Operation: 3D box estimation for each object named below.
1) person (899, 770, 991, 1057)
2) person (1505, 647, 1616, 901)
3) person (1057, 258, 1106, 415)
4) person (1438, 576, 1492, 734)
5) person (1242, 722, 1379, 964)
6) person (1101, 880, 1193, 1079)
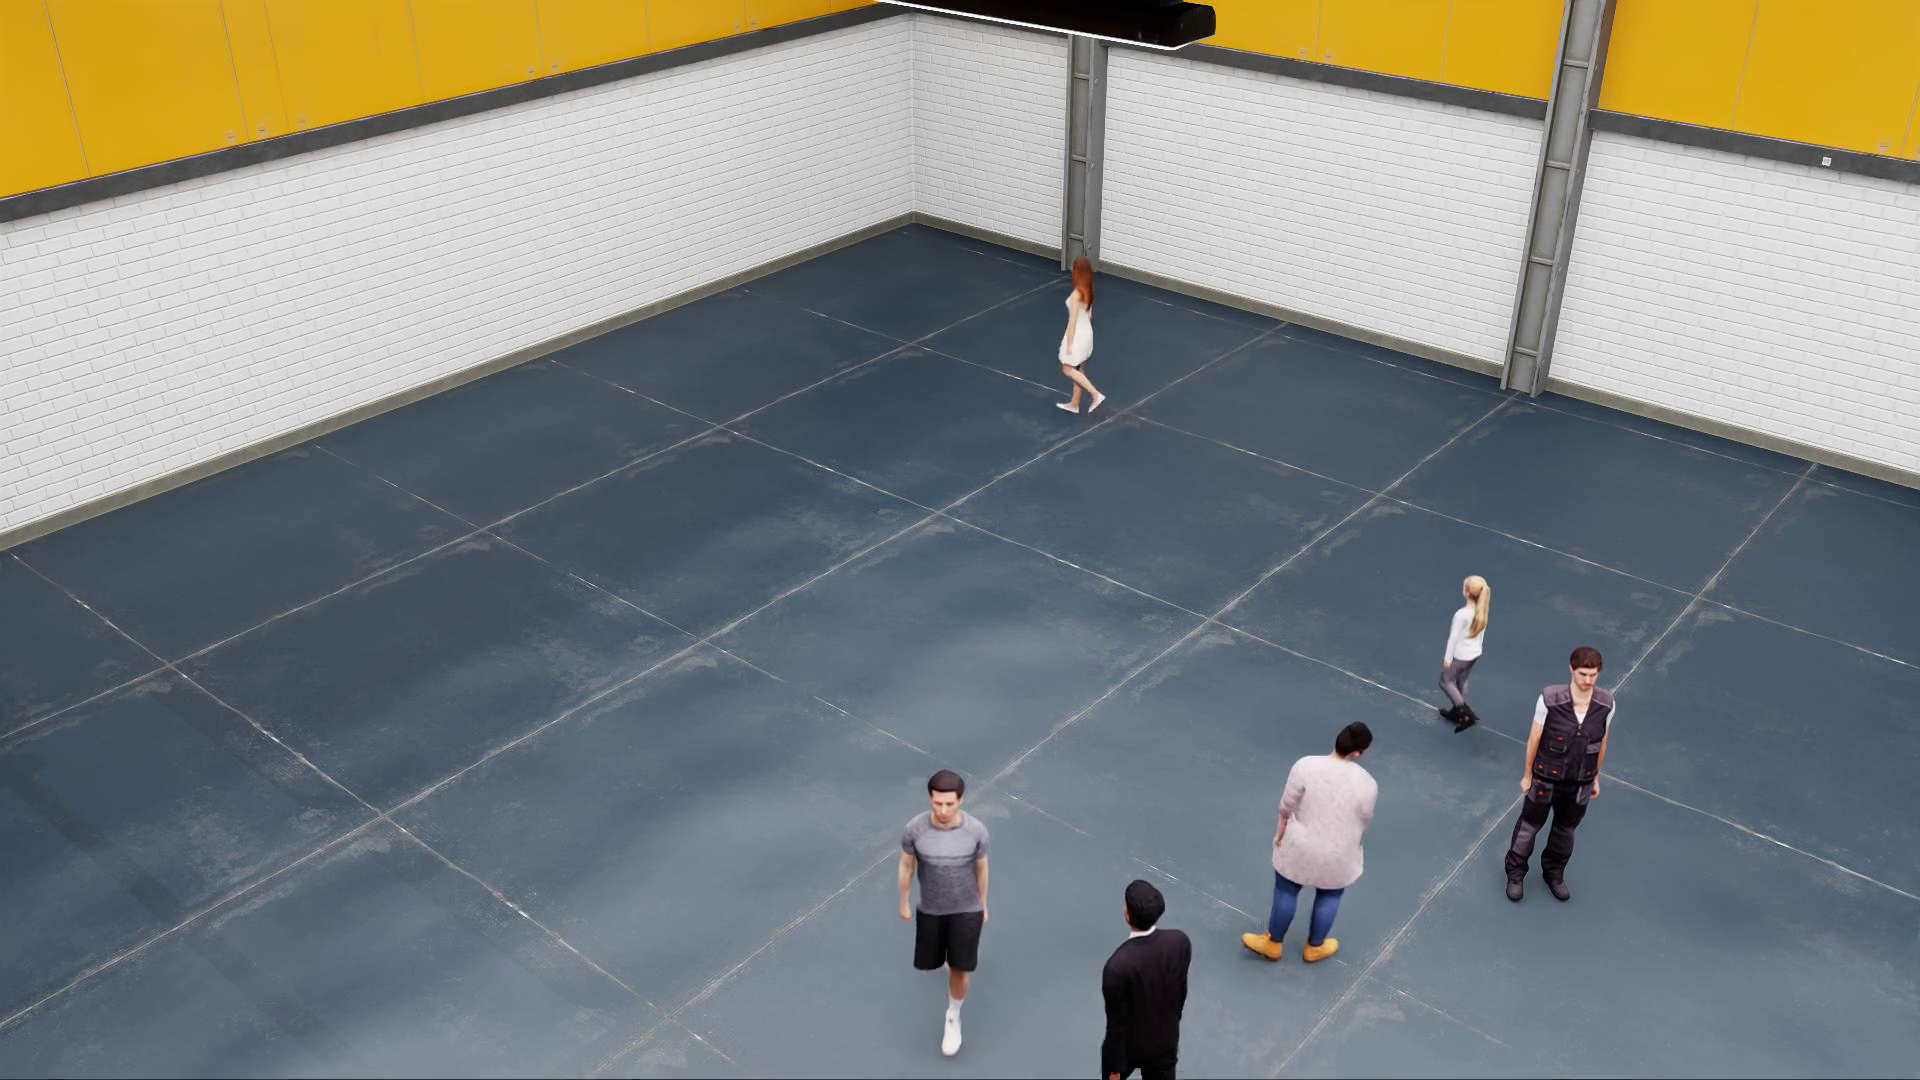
[{"bbox_3d":[-0.053,2.017,9.510,1.044,1.844,1.051,2,29,3],"label":"person"},{"bbox_3d":[3.803,1.464,10.519,0.709,1.848,0.801,2,29,3],"label":"person"},{"bbox_3d":[1.294,-2.063,17.135,0.847,1.705,0.638,17,33,28],"label":"person"},{"bbox_3d":[3.748,0.866,12.221,0.594,1.270,0.713,-18,33,-29],"label":"person"},{"bbox_3d":[2.105,1.824,9.992,0.797,1.721,0.996,2,29,4],"label":"person"},{"bbox_3d":[0.979,2.612,8.440,1.037,1.825,1.324,-15,32,-25],"label":"person"}]
